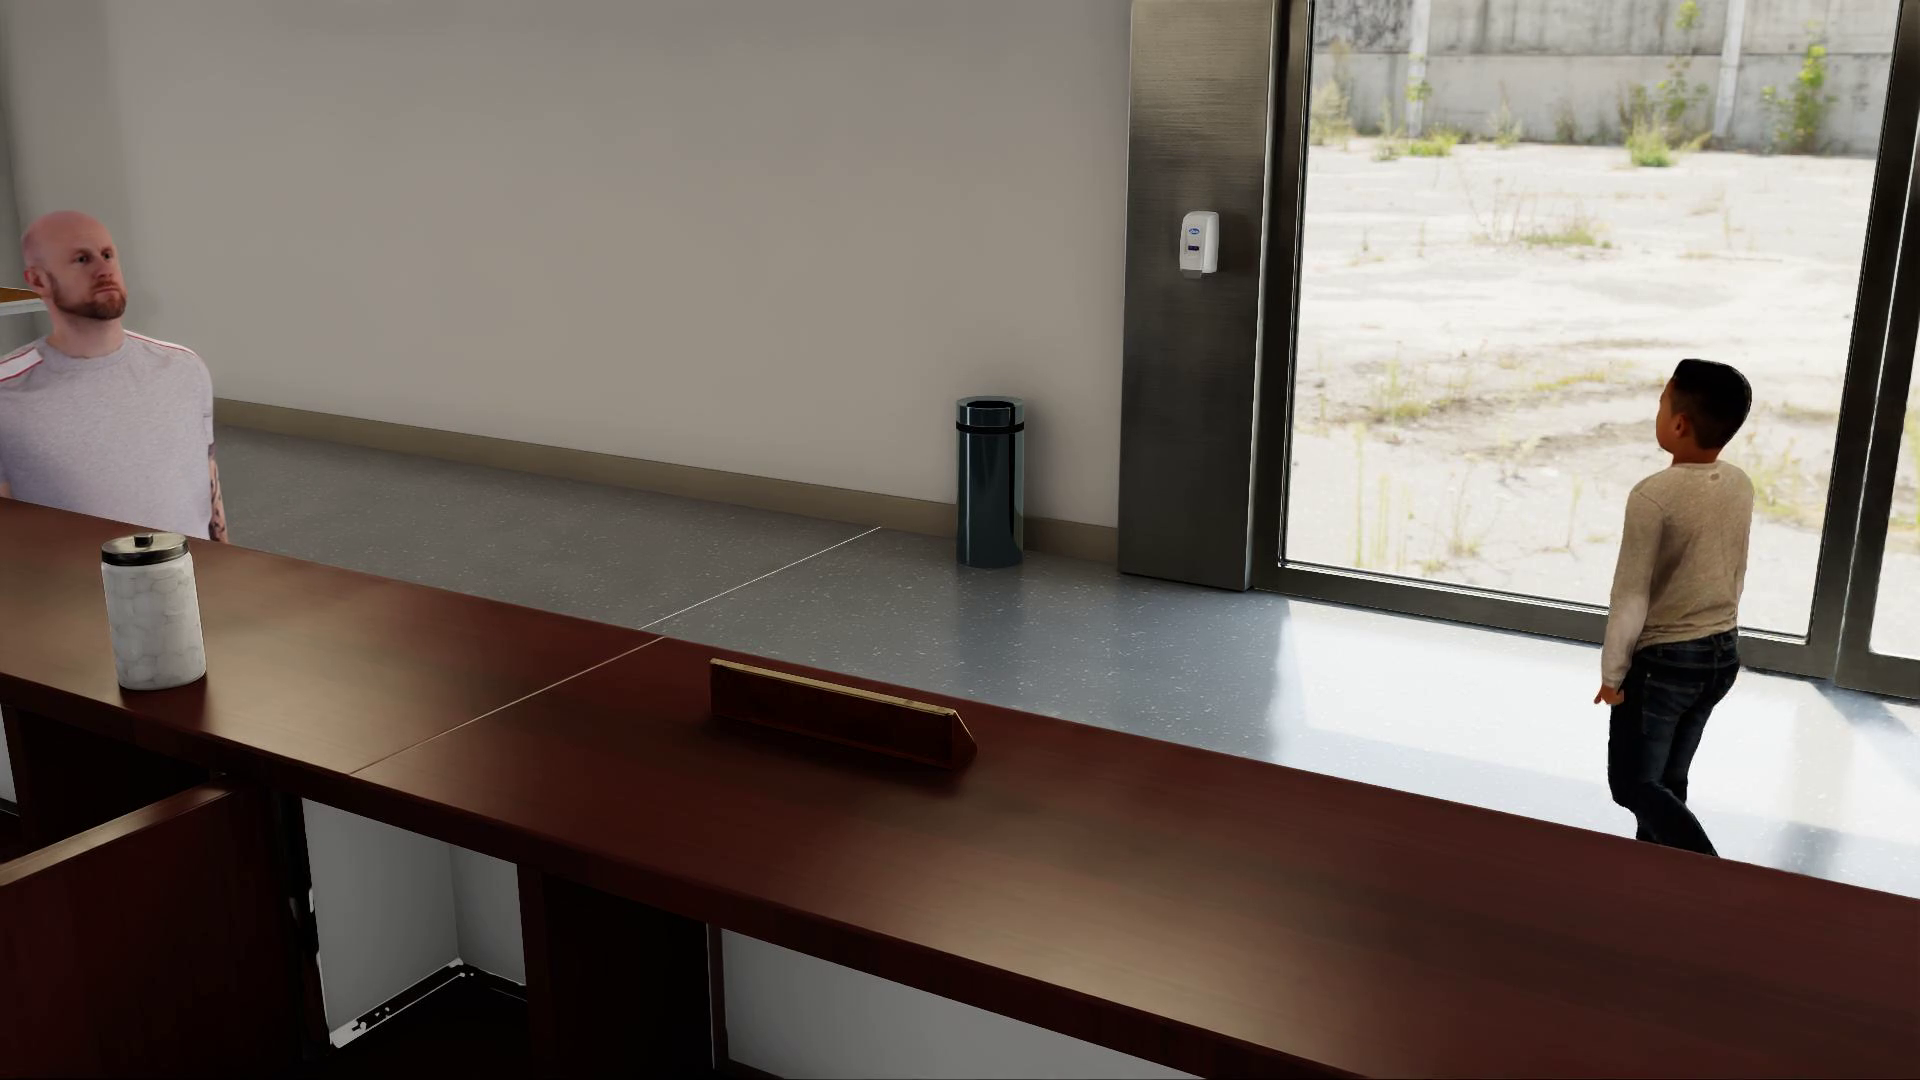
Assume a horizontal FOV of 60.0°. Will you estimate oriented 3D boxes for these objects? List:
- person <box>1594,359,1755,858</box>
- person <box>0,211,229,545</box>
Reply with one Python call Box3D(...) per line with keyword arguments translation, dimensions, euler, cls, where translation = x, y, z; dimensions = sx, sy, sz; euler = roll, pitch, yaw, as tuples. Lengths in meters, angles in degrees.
Box3D(translation=(1.750, 0.318, 3.950), dimensions=(0.882, 1.449, 0.885), euler=(-7, 17, -23), cls="person")
Box3D(translation=(-1.849, 0.194, 3.681), dimensions=(0.649, 1.832, 0.790), euler=(-13, 20, -38), cls="person")
